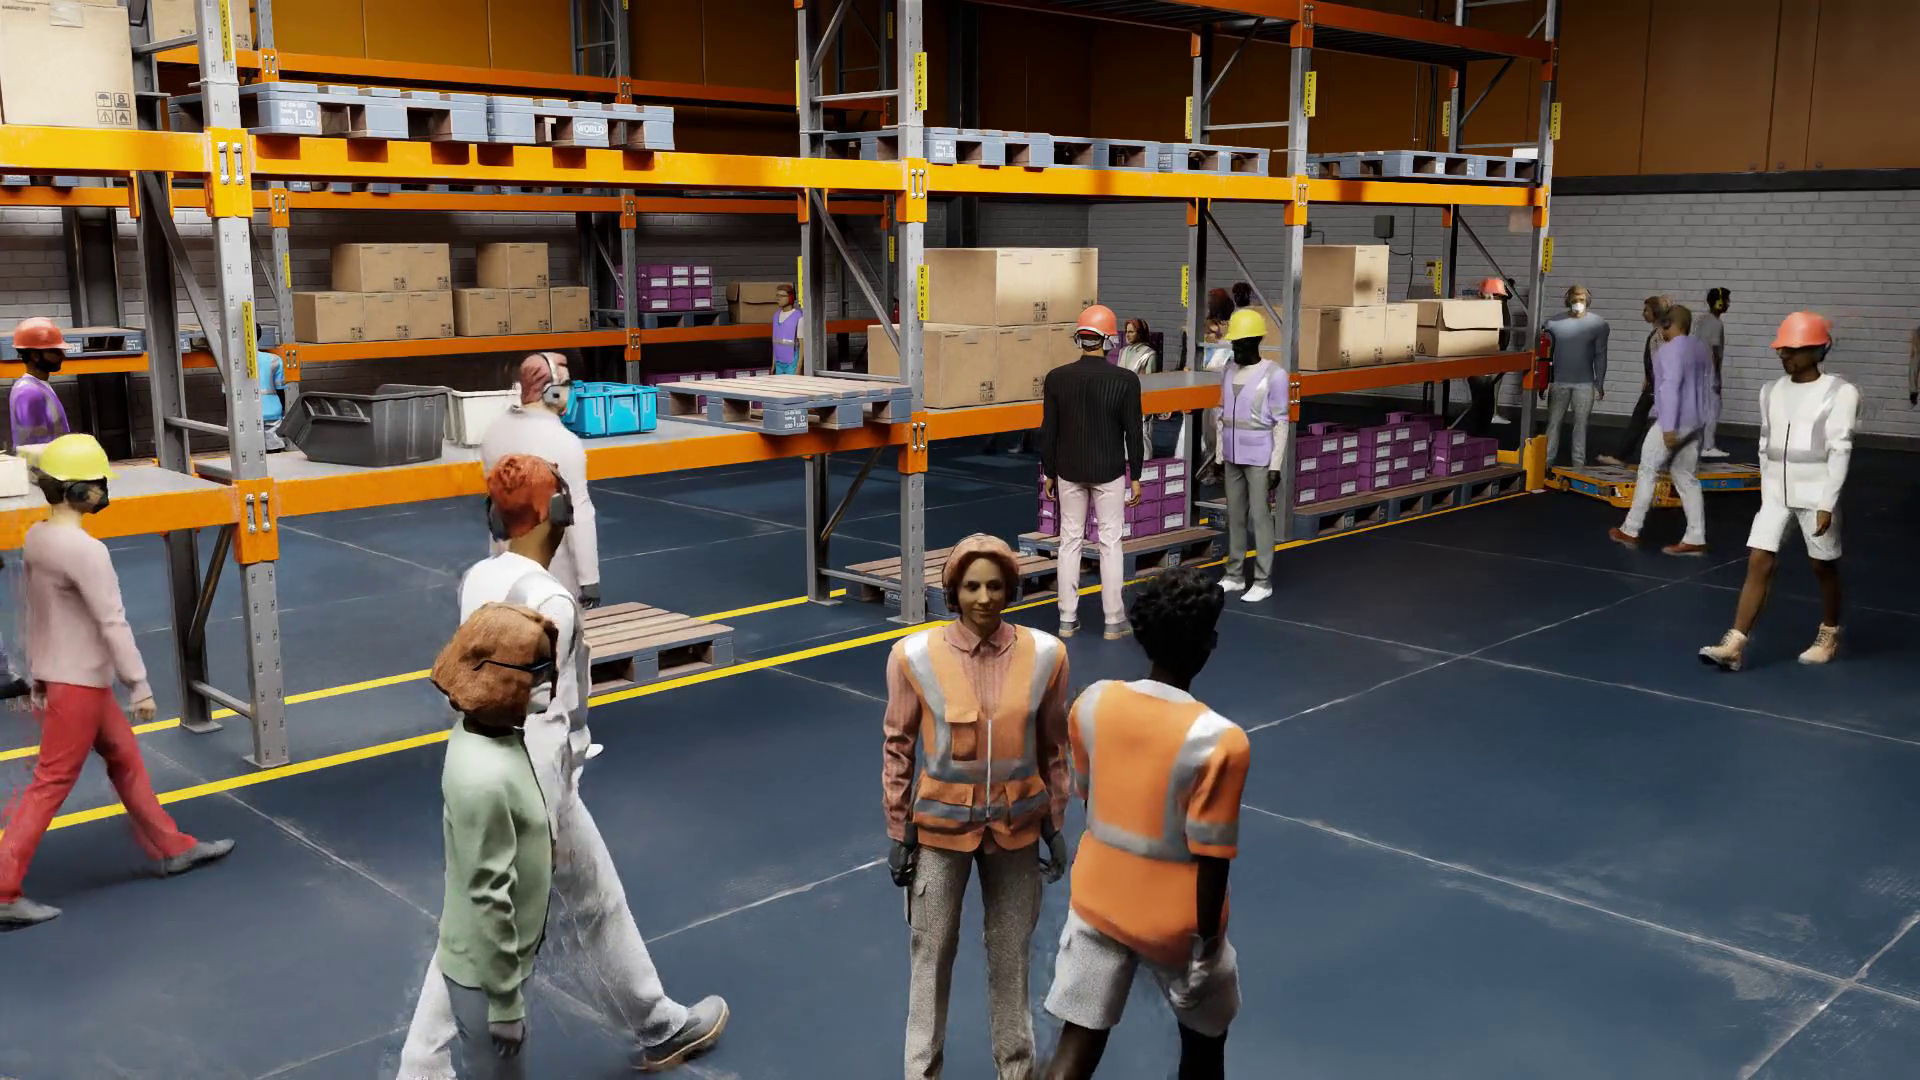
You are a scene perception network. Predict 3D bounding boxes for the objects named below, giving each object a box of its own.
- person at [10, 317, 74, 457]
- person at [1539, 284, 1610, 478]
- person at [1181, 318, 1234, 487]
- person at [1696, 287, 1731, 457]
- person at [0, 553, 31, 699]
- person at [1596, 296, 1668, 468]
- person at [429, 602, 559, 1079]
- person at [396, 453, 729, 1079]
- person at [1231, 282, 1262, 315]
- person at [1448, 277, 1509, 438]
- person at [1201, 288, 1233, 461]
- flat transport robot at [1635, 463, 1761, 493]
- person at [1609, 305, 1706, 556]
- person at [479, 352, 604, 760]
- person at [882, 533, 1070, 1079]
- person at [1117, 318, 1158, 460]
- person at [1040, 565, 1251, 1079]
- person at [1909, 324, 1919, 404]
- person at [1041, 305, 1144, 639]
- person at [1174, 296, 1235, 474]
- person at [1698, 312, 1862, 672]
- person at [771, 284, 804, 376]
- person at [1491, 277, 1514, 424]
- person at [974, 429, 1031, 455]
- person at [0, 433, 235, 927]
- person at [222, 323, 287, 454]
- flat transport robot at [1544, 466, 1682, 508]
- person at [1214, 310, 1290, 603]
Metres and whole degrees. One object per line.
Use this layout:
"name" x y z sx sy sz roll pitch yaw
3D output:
"person" -5.285 -0.321 9.678 0.356 1.937 0.552 -6 12 -28
"person" 5.987 -1.532 16.278 0.635 1.936 0.356 3 11 15
"person" 2.383 -1.322 16.019 0.535 1.613 0.616 10 15 44
"person" 8.088 -1.816 18.065 0.580 1.851 0.537 0 10 0
"person" -5.168 0.023 8.369 0.846 1.729 0.527 -9 14 -40
"person" 7.154 -1.601 17.079 0.969 1.797 0.552 5 11 25
"person" -0.998 0.934 3.660 0.289 1.633 0.501 -2 11 -13
"person" -1.157 0.673 4.584 0.998 1.821 0.620 -8 13 -37
"person" 3.486 -2.266 20.577 0.659 1.831 0.446 8 13 38
"person" 5.436 -1.795 17.638 0.675 1.969 0.634 5 12 26
"person" 2.876 -1.793 17.944 0.890 1.855 0.585 -10 14 -42
"flat transport robot" 6.977 -0.580 15.633 1.431 0.197 0.652 -2 11 -9
"person" 5.373 -0.837 12.660 0.701 1.878 0.824 -8 13 -39
"person" -1.851 0.096 7.527 0.665 1.888 0.433 9 14 41
"person" 0.044 0.789 4.437 0.513 1.641 0.307 -2 11 -12
"person" 1.637 -1.244 15.522 0.308 1.641 0.514 -8 13 -37
"person" 0.393 0.886 3.876 0.534 1.653 0.865 9 14 42
"person" 9.697 -1.552 16.462 0.759 1.907 0.598 -9 13 -39
"person" 0.798 -0.402 9.960 0.622 1.992 0.396 3 11 18
"person" 2.475 -1.534 16.683 0.740 1.810 0.525 5 12 27
"person" 4.581 -0.246 9.132 1.046 1.987 0.627 -6 12 -28
"person" -1.968 -2.019 19.172 0.389 1.850 0.566 -9 14 -42
"person" 6.948 -2.429 21.355 0.328 1.872 0.511 2 11 13
"person" 0.507 -1.838 18.081 0.822 1.887 0.586 -7 12 -32
"person" -3.111 0.479 5.919 0.545 1.714 0.928 10 14 43
"person" -6.057 -1.048 14.315 0.534 1.694 0.320 -7 13 -35
"flat transport robot" 5.998 -0.503 15.216 0.652 0.197 1.431 -2 11 -9
"person" 1.886 -0.551 10.966 0.386 1.922 0.594 -7 13 -35
